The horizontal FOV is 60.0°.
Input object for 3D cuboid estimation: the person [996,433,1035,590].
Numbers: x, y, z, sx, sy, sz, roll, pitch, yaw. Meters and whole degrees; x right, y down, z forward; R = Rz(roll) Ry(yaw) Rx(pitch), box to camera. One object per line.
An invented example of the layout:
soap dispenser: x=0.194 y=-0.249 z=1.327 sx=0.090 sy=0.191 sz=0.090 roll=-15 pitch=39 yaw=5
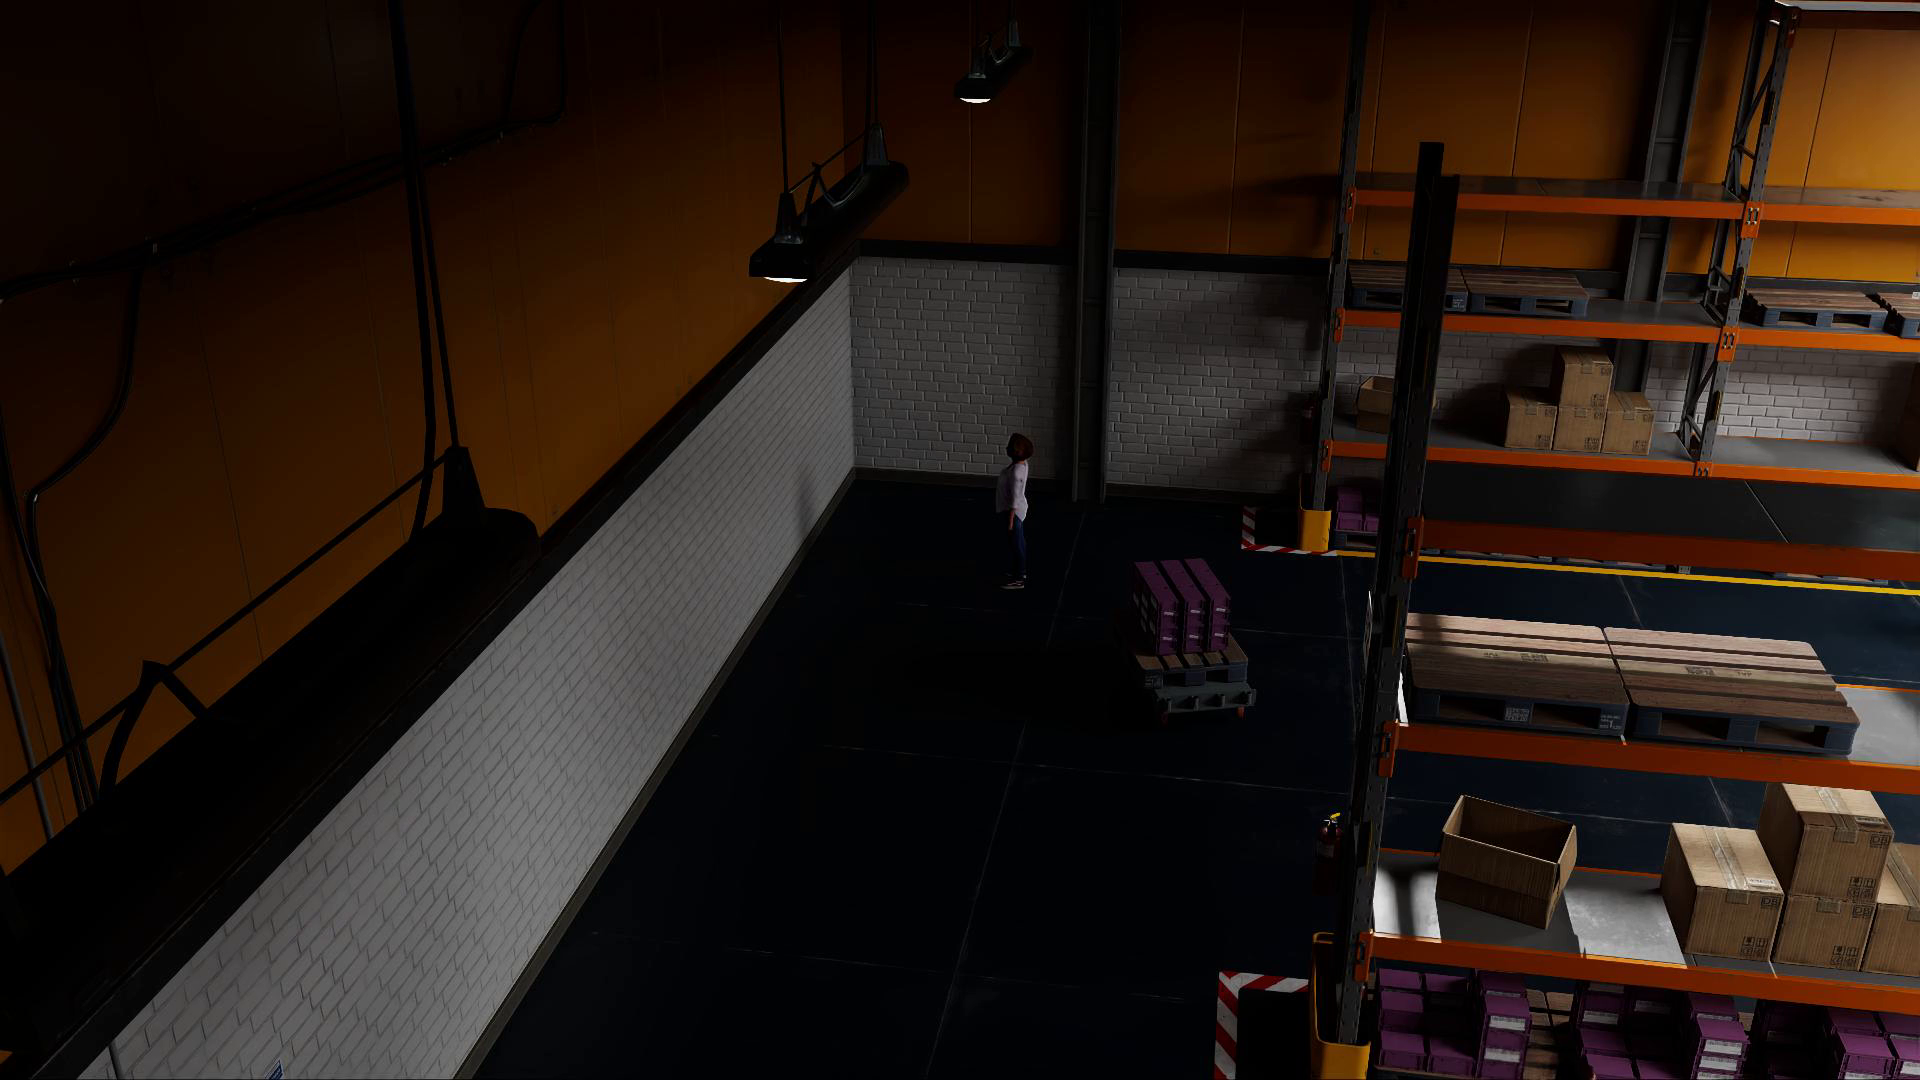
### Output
person: x=0.608 y=-0.331 z=17.822 sx=0.595 sy=1.713 sz=0.624 roll=4 pitch=24 yaw=8
